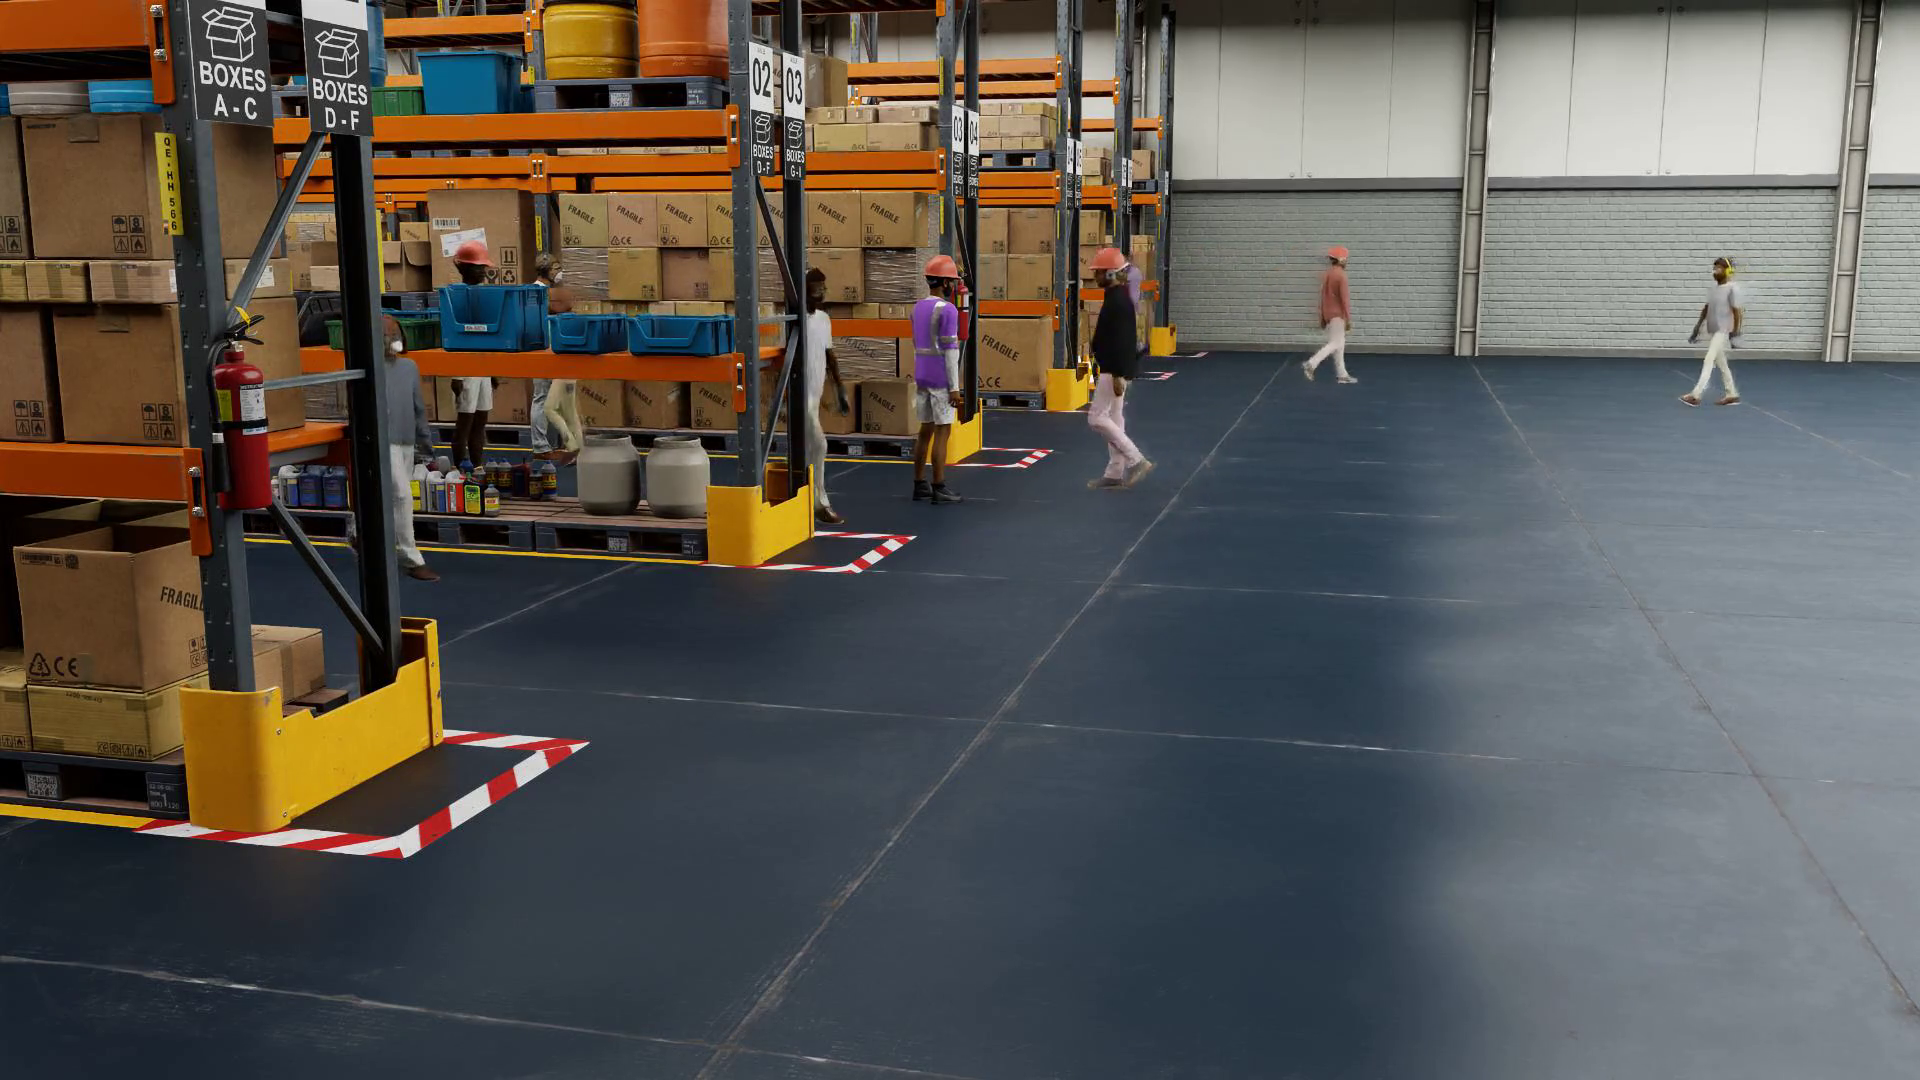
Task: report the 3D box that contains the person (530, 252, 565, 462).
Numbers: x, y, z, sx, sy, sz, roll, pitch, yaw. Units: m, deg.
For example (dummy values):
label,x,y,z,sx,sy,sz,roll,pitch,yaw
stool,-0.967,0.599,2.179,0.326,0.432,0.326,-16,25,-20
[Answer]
label,x,y,z,sx,sy,sz,roll,pitch,yaw
person,-3.831,-1.679,15.370,0.375,1.931,0.624,-3,11,-15

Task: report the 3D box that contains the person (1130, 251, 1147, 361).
label,x,y,z,sx,sy,sz,roll,pitch,yaw
person,2.773,-3.782,27.118,0.558,1.887,0.651,-3,11,-16

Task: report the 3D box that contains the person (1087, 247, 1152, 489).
label,x,y,z,sx,sy,sz,roll,pitch,yaw
person,1.253,-1.375,13.520,0.471,1.982,0.613,1,10,8

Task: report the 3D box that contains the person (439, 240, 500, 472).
label,x,y,z,sx,sy,sz,roll,pitch,yaw
person,-3.865,-1.364,13.293,0.393,2.039,0.613,3,11,14

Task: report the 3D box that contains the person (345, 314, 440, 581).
label,x,y,z,sx,sy,sz,roll,pitch,yaw
person,-3.499,-0.572,10.111,0.769,1.608,0.501,4,11,22

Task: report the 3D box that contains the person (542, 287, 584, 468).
label,x,y,z,sx,sy,sz,roll,pitch,yaw
person,-3.558,-1.442,14.888,0.395,1.621,0.495,-2,11,-13

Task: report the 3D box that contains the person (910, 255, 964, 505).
label,x,y,z,sx,sy,sz,roll,pitch,yaw
person,-0.160,-1.238,12.926,0.386,1.930,0.541,-6,12,-31

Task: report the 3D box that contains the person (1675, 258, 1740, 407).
label,x,y,z,sx,sy,sz,roll,pitch,yaw
person,9.275,-2.549,20.480,0.943,1.821,0.522,-2,10,-8

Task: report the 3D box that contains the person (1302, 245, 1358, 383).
label,x,y,z,sx,sy,sz,roll,pitch,yaw
person,5.288,-3.196,23.649,0.834,1.974,0.624,-2,10,-11

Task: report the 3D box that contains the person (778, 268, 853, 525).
label,x,y,z,sx,sy,sz,roll,pitch,yaw
person,-1.006,-1.030,12.009,0.768,1.835,0.544,6,12,29
